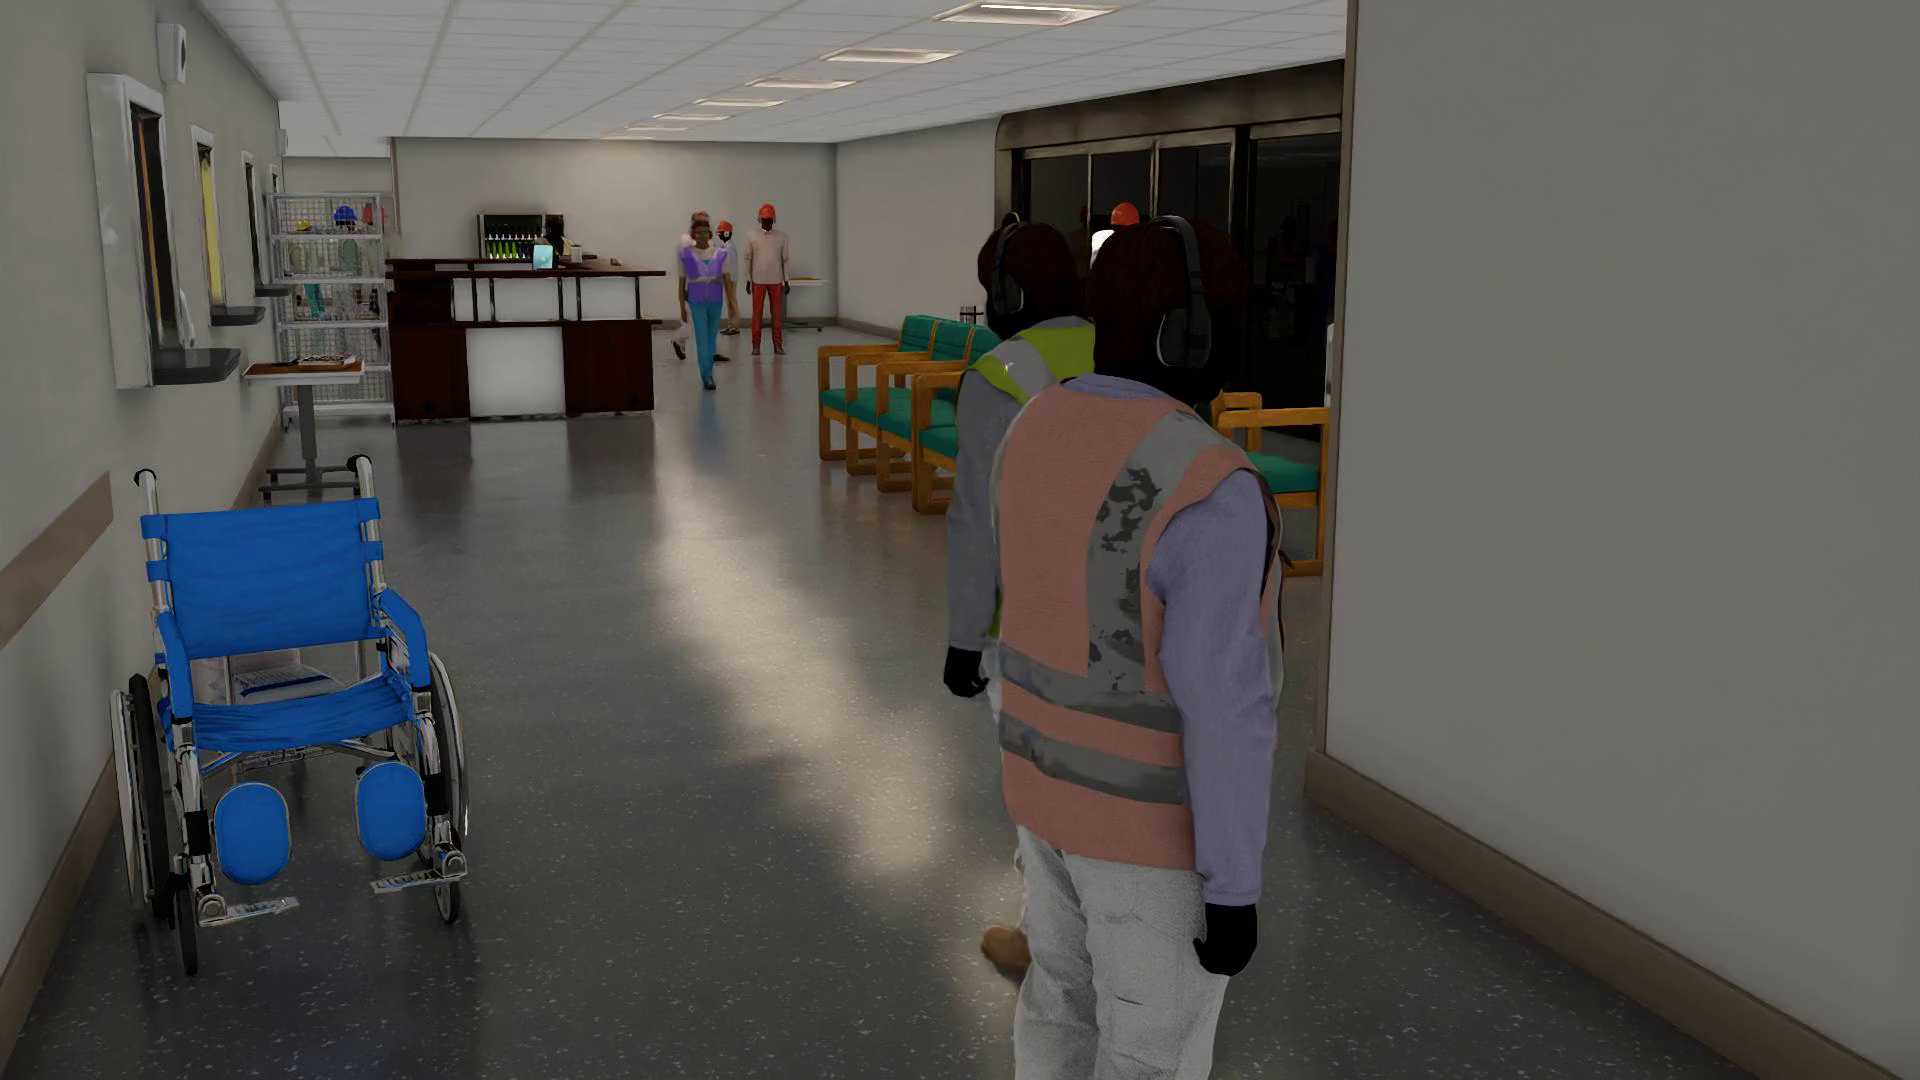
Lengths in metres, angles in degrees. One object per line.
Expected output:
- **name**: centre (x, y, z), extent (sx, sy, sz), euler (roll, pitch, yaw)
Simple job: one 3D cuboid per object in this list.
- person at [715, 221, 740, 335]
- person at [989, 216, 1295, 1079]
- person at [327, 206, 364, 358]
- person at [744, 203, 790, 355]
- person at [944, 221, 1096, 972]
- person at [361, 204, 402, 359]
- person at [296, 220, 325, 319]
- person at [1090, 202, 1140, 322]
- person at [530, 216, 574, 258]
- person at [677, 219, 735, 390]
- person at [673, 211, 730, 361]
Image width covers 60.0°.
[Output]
- **person**: centre (-3.601, -4.047, 25.745), extent (0.342, 1.750, 0.568), euler (-3, 11, -14)
- **person**: centre (0.285, 0.427, 2.604), extent (0.431, 1.836, 0.619), euler (-6, 12, -27)
- **person**: centre (-7.371, -3.031, 20.032), extent (0.389, 1.949, 0.604), euler (-11, 15, -44)
- **person**: centre (-2.558, -3.451, 22.069), extent (0.608, 1.995, 0.380), euler (-3, 11, -13)
- **person**: centre (0.213, 0.166, 3.955), extent (0.434, 1.820, 0.648), euler (8, 14, 35)
- **person**: centre (-6.830, -2.993, 19.799), extent (0.685, 1.956, 0.569), euler (6, 13, 29)
- **person**: centre (-10.855, -4.436, 27.732), extent (0.332, 1.765, 0.531), euler (1, 11, 5)
- **person**: centre (1.307, -1.724, 13.358), extent (0.544, 1.939, 0.354), euler (-4, 12, -21)
- **person**: centre (-4.982, -3.072, 20.557), extent (0.429, 1.836, 0.633), euler (10, 15, 43)
- **person**: centre (-2.755, -2.549, 17.922), extent (0.566, 1.810, 0.936), euler (-5, 12, -25)
- **person**: centre (-3.291, -3.190, 21.001), extent (0.659, 1.889, 0.682), euler (6, 13, 29)
